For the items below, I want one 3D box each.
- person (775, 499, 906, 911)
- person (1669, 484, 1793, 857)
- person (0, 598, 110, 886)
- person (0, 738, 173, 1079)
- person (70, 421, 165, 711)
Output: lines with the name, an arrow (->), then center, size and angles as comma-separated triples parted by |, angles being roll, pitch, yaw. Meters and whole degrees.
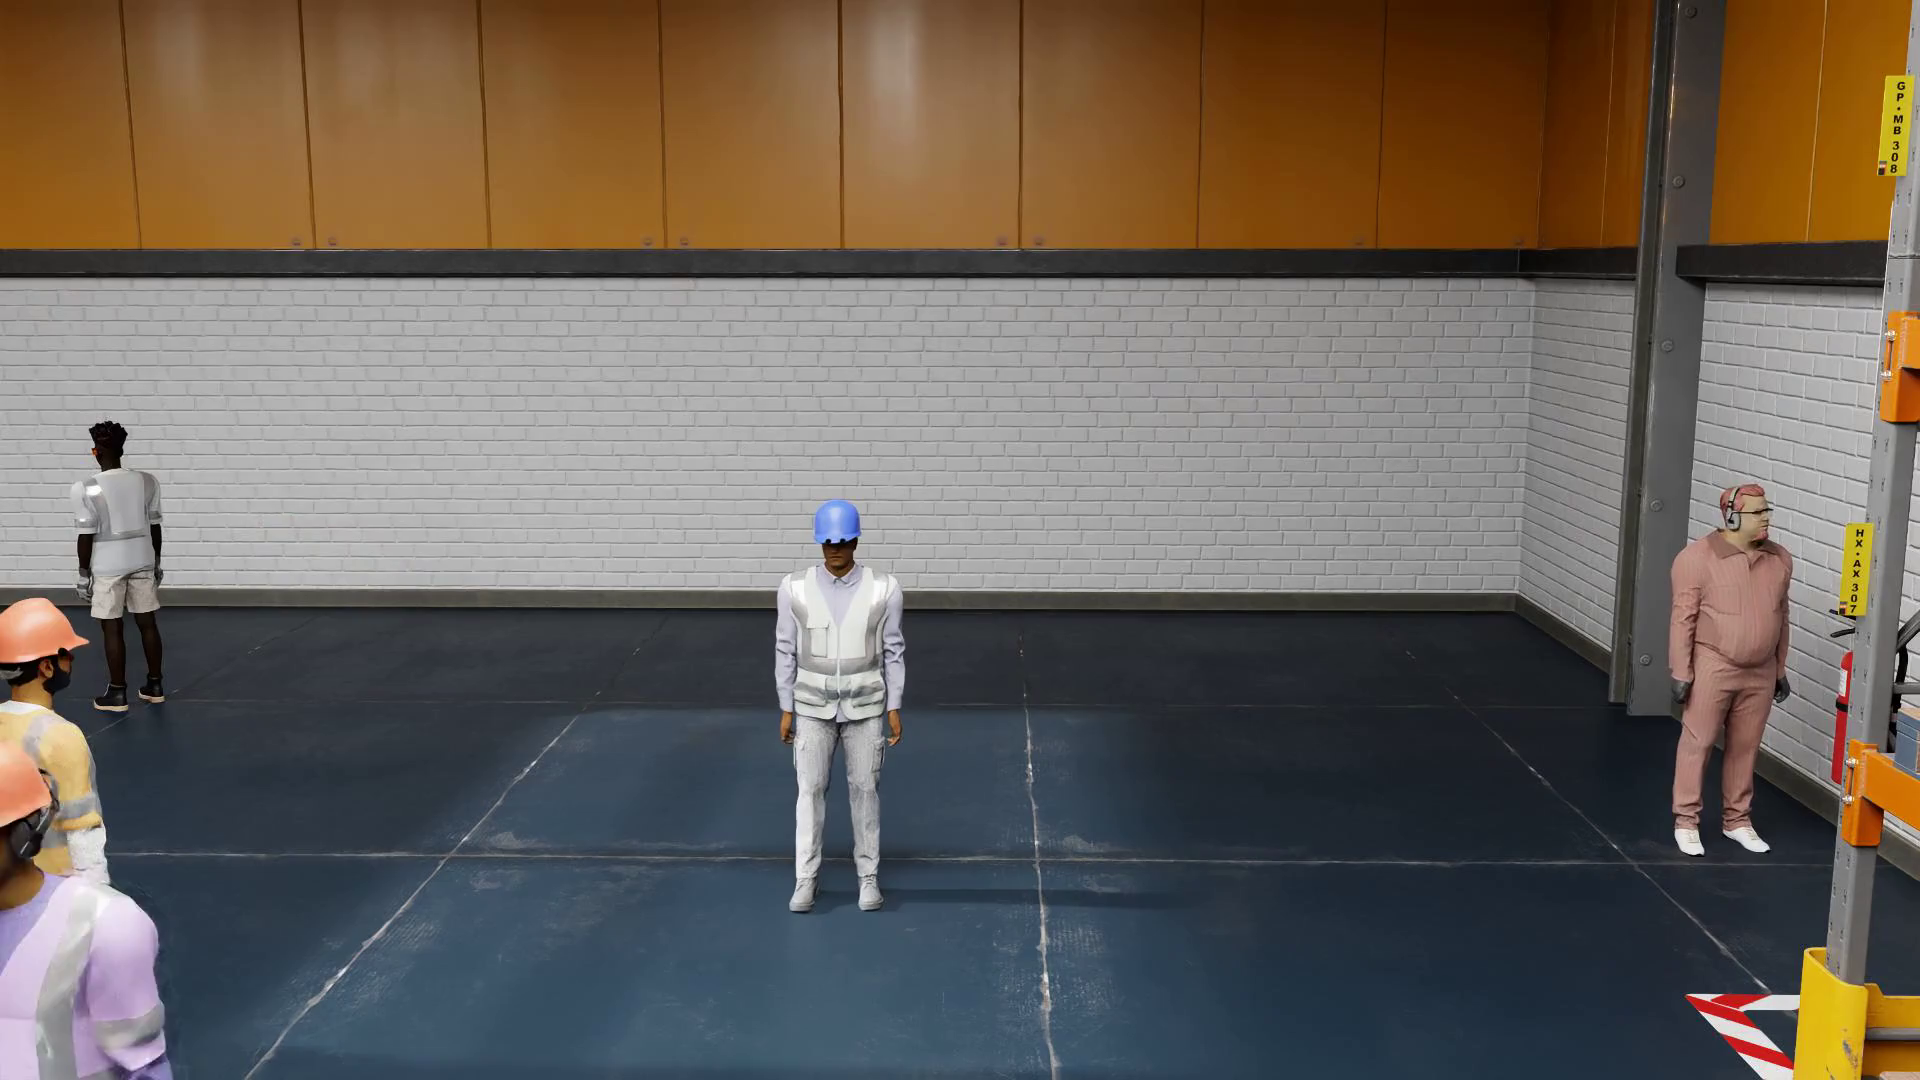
person -> -0.555, 0.769, 7.745 | 0.605, 1.948, 0.406 | 0, 9, -2
person -> 3.942, 0.663, 8.487 | 0.651, 1.911, 0.409 | -1, 10, -8
person -> -2.982, 1.149, 5.489 | 0.545, 1.942, 0.349 | 5, 11, 27
person -> -2.064, 1.410, 3.662 | 0.648, 2.021, 0.555 | 3, 10, 16
person -> -5.685, 0.173, 11.256 | 0.367, 1.966, 0.605 | 6, 11, 33
